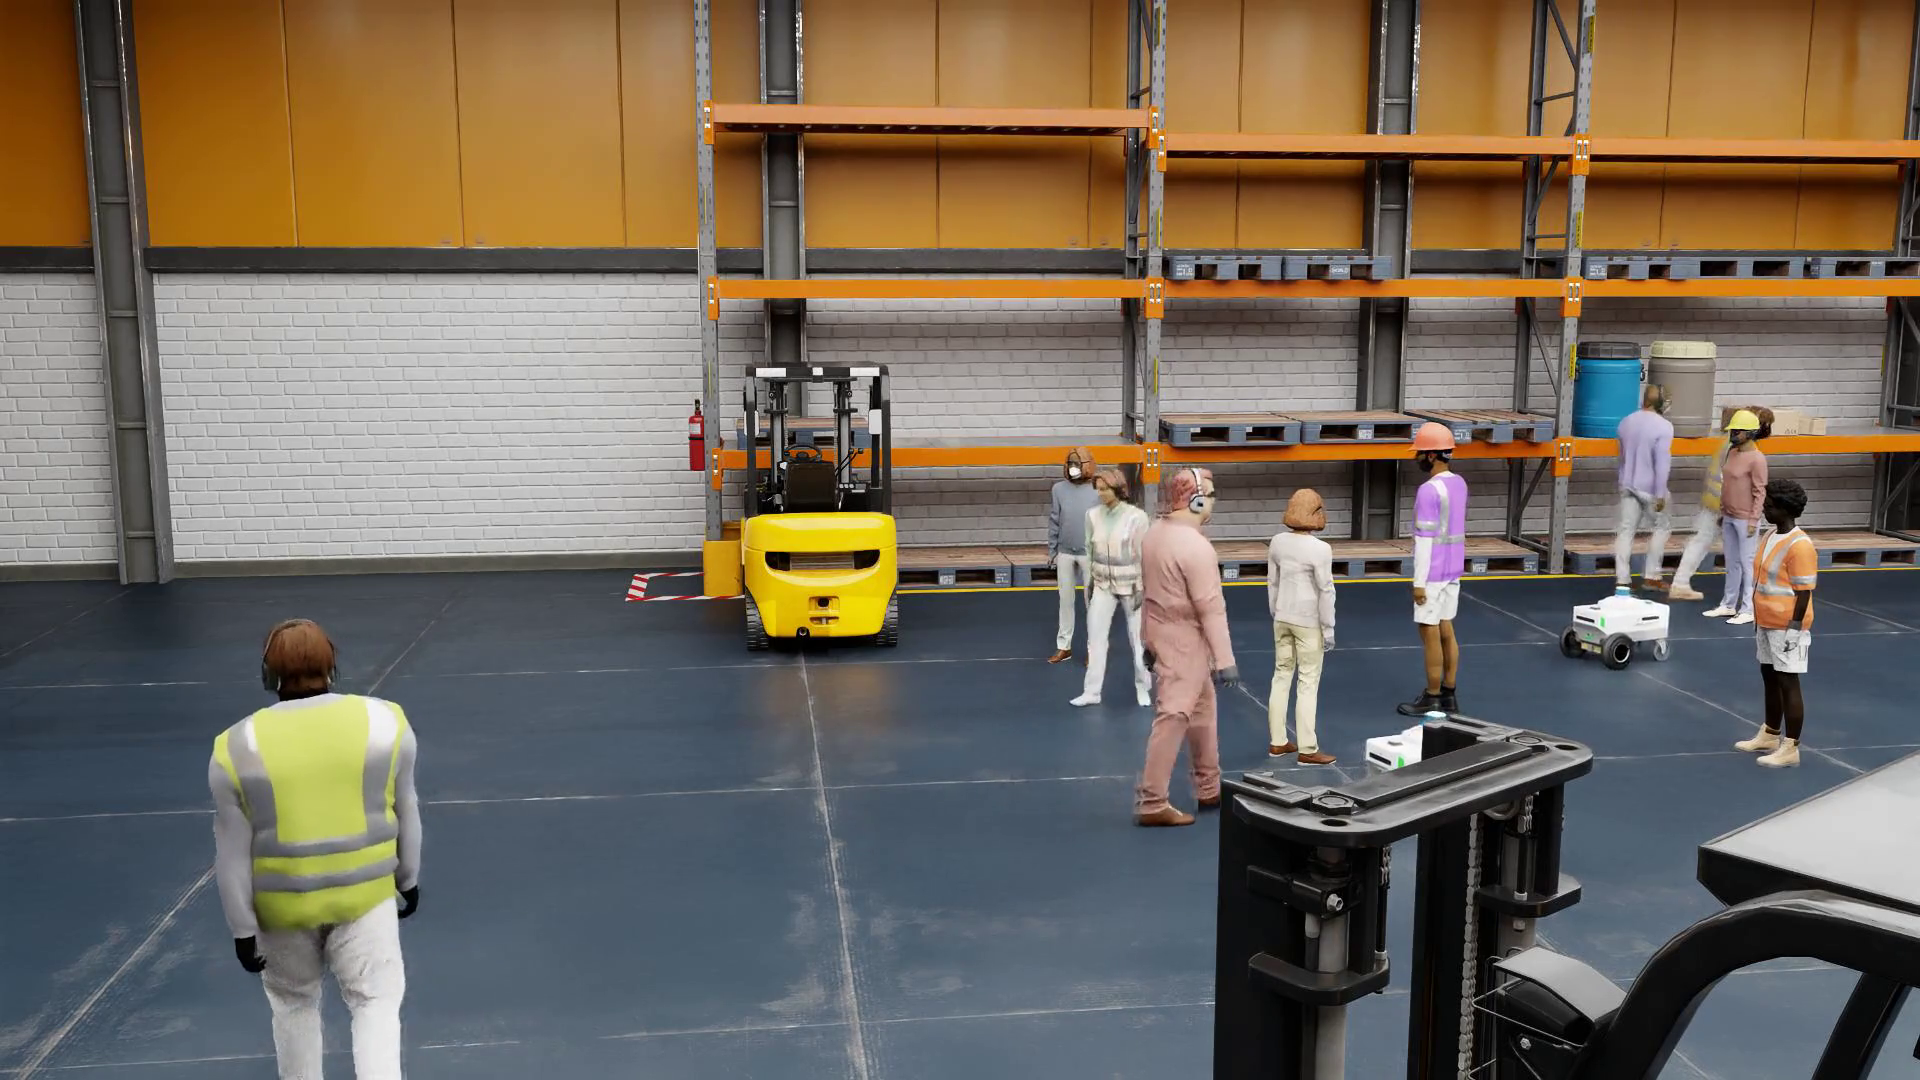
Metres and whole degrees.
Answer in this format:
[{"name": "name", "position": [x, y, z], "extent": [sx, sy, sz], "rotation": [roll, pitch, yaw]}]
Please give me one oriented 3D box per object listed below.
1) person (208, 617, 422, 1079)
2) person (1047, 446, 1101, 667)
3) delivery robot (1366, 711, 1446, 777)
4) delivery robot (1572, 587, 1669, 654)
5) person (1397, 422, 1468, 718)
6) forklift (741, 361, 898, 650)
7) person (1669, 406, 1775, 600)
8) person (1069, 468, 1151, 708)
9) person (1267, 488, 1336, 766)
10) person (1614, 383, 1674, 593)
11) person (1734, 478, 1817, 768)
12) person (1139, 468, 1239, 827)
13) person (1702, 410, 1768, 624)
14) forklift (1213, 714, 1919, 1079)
[{"name": "person", "position": [-2.012, 1.145, 5.275], "extent": [0.623, 1.816, 0.832], "rotation": [-4, 10, -24]}, {"name": "person", "position": [0.875, 0.118, 12.256], "extent": [0.500, 1.633, 0.280], "rotation": [5, 10, 27]}, {"name": "delivery robot", "position": [2.514, 1.155, 8.828], "extent": [0.707, 0.478, 0.477], "rotation": [-4, 10, -22]}, {"name": "delivery robot", "position": [4.918, 0.590, 12.369], "extent": [0.707, 0.478, 0.477], "rotation": [-4, 10, -24]}, {"name": "person", "position": [3.068, 0.199, 10.822], "extent": [0.384, 1.933, 0.547], "rotation": [8, 12, 40]}, {"name": "forklift", "position": [-1.154, -0.340, 13.365], "extent": [1.214, 2.155, 2.313], "rotation": [-1, 9, -7]}, {"name": "person", "position": [6.761, -0.284, 14.434], "extent": [1.088, 1.740, 0.637], "rotation": [3, 10, 20]}, {"name": "person", "position": [1.048, 0.326, 11.048], "extent": [0.525, 1.608, 0.558], "rotation": [6, 11, 35]}, {"name": "person", "position": [2.018, 0.507, 9.812], "extent": [0.279, 1.636, 0.501], "rotation": [-6, 11, -33]}, {"name": "person", "position": [6.226, -0.458, 15.001], "extent": [0.663, 1.910, 0.626], "rotation": [-5, 10, -27]}, {"name": "person", "position": [4.809, 0.483, 9.763], "extent": [0.318, 1.698, 0.539], "rotation": [1, 9, 4]}, {"name": "person", "position": [1.291, 0.565, 8.682], "extent": [0.807, 1.881, 0.661], "rotation": [-2, 9, -11]}, {"name": "person", "position": [6.432, -0.187, 13.744], "extent": [0.319, 1.769, 0.523], "rotation": [-1, 9, -6]}, {"name": "forklift", "position": [1.441, 1.425, 2.350], "extent": [1.214, 2.155, 2.313], "rotation": [-7, 12, -39]}]
